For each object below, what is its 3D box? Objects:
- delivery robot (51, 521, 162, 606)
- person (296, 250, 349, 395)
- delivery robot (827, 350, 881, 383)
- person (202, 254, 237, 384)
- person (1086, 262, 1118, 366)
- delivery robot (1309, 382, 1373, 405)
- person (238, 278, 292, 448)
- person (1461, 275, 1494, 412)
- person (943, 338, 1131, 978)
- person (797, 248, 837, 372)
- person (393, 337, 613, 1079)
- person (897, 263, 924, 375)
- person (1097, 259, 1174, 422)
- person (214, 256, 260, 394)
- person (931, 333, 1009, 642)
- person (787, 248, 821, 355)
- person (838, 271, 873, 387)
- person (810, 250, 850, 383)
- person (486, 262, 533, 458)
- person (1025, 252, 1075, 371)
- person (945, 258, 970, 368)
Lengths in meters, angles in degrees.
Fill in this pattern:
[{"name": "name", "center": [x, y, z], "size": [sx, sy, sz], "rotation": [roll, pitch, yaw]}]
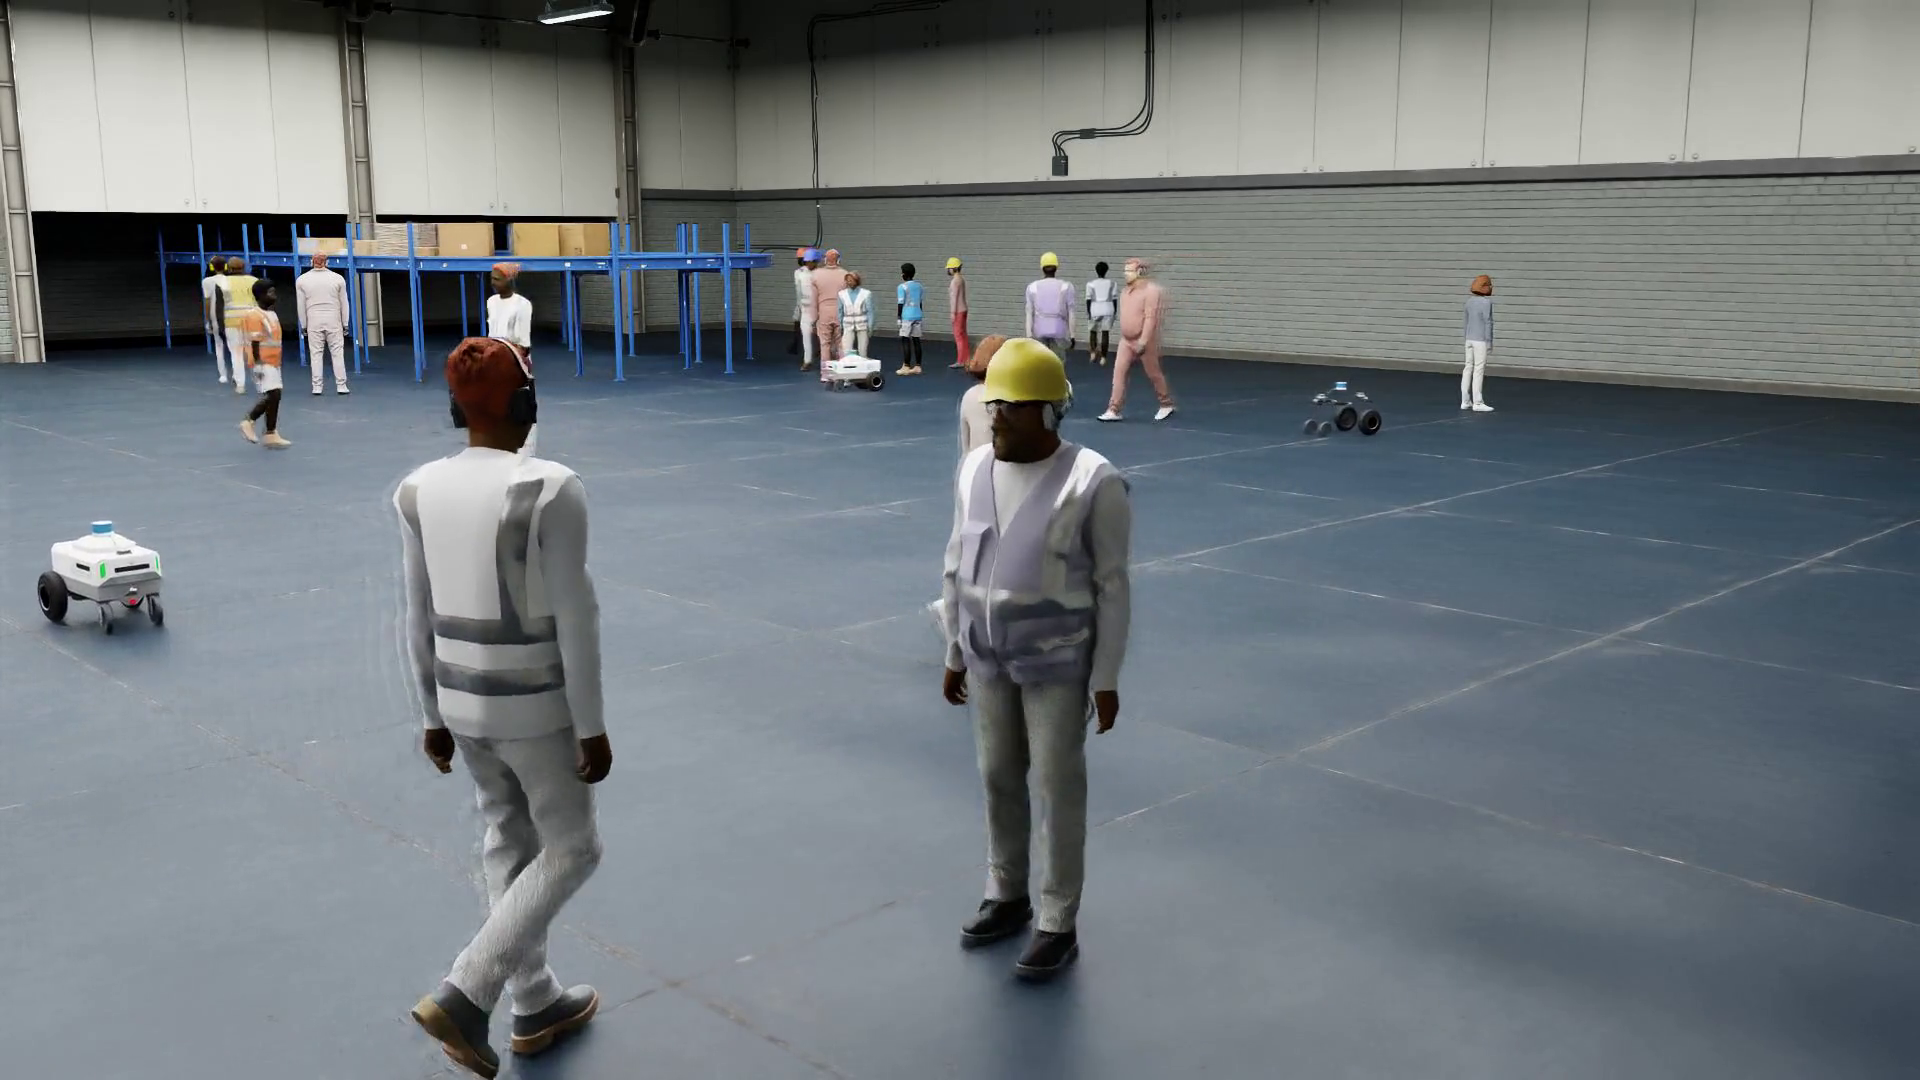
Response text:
[{"name": "delivery robot", "center": [-4.717, 0.139, 9.186], "size": [0.707, 0.478, 0.477], "rotation": [9, 14, 41]}, {"name": "person", "center": [-8.465, -2.890, 22.153], "size": [0.642, 1.909, 0.409], "rotation": [-3, 11, -18]}, {"name": "delivery robot", "center": [-1.457, -2.359, 22.807], "size": [0.707, 0.478, 0.477], "rotation": [-5, 12, -25]}, {"name": "person", "center": [-10.535, -3.161, 23.818], "size": [0.521, 1.847, 0.842], "rotation": [-6, 12, -31]}, {"name": "person", "center": [2.318, -3.706, 27.226], "size": [0.540, 1.679, 0.576], "rotation": [0, 10, 1]}, {"name": "delivery robot", "center": [4.092, -1.578, 17.831], "size": [0.698, 0.223, 0.335], "rotation": [-4, 11, -24]}, {"name": "person", "center": [-6.897, -1.747, 16.496], "size": [0.406, 1.685, 0.551], "rotation": [0, 10, 0]}, {"name": "person", "center": [6.280, -2.385, 20.142], "size": [0.279, 1.634, 0.497], "rotation": [-3, 11, -17]}, {"name": "person", "center": [0.191, 0.328, 4.817], "size": [0.599, 1.832, 0.404], "rotation": [8, 13, 36]}, {"name": "person", "center": [-2.250, -3.642, 26.236], "size": [0.616, 1.922, 0.775], "rotation": [4, 11, 23]}, {"name": "person", "center": [-1.156, 0.432, 4.132], "size": [0.585, 1.870, 0.596], "rotation": [6, 12, 28]}, {"name": "person", "center": [-0.757, -3.367, 25.350], "size": [0.323, 1.688, 0.532], "rotation": [9, 14, 42]}, {"name": "person", "center": [2.063, -2.283, 19.024], "size": [1.029, 1.860, 0.634], "rotation": [-8, 13, -39]}, {"name": "person", "center": [-9.626, -2.878, 22.298], "size": [0.628, 1.831, 0.533], "rotation": [-7, 13, -35]}, {"name": "person", "center": [0.138, -0.245, 8.500], "size": [0.641, 1.614, 0.510], "rotation": [-6, 12, -29]}, {"name": "person", "center": [-2.712, -4.231, 29.538], "size": [0.541, 1.896, 1.008], "rotation": [-10, 14, -43]}, {"name": "person", "center": [-1.457, -2.915, 23.108], "size": [0.531, 1.608, 0.741], "rotation": [1, 10, 7]}, {"name": "person", "center": [-1.832, -3.205, 23.986], "size": [0.671, 1.923, 0.555], "rotation": [0, 10, -2]}, {"name": "person", "center": [-4.121, -1.557, 14.984], "size": [0.615, 1.865, 0.602], "rotation": [7, 13, 35]}, {"name": "person", "center": [1.088, -2.515, 20.088], "size": [0.614, 1.913, 0.528], "rotation": [1, 10, 8]}, {"name": "person", "center": [-0.058, -3.643, 26.694], "size": [0.368, 1.756, 0.533], "rotation": [3, 11, 16]}]
